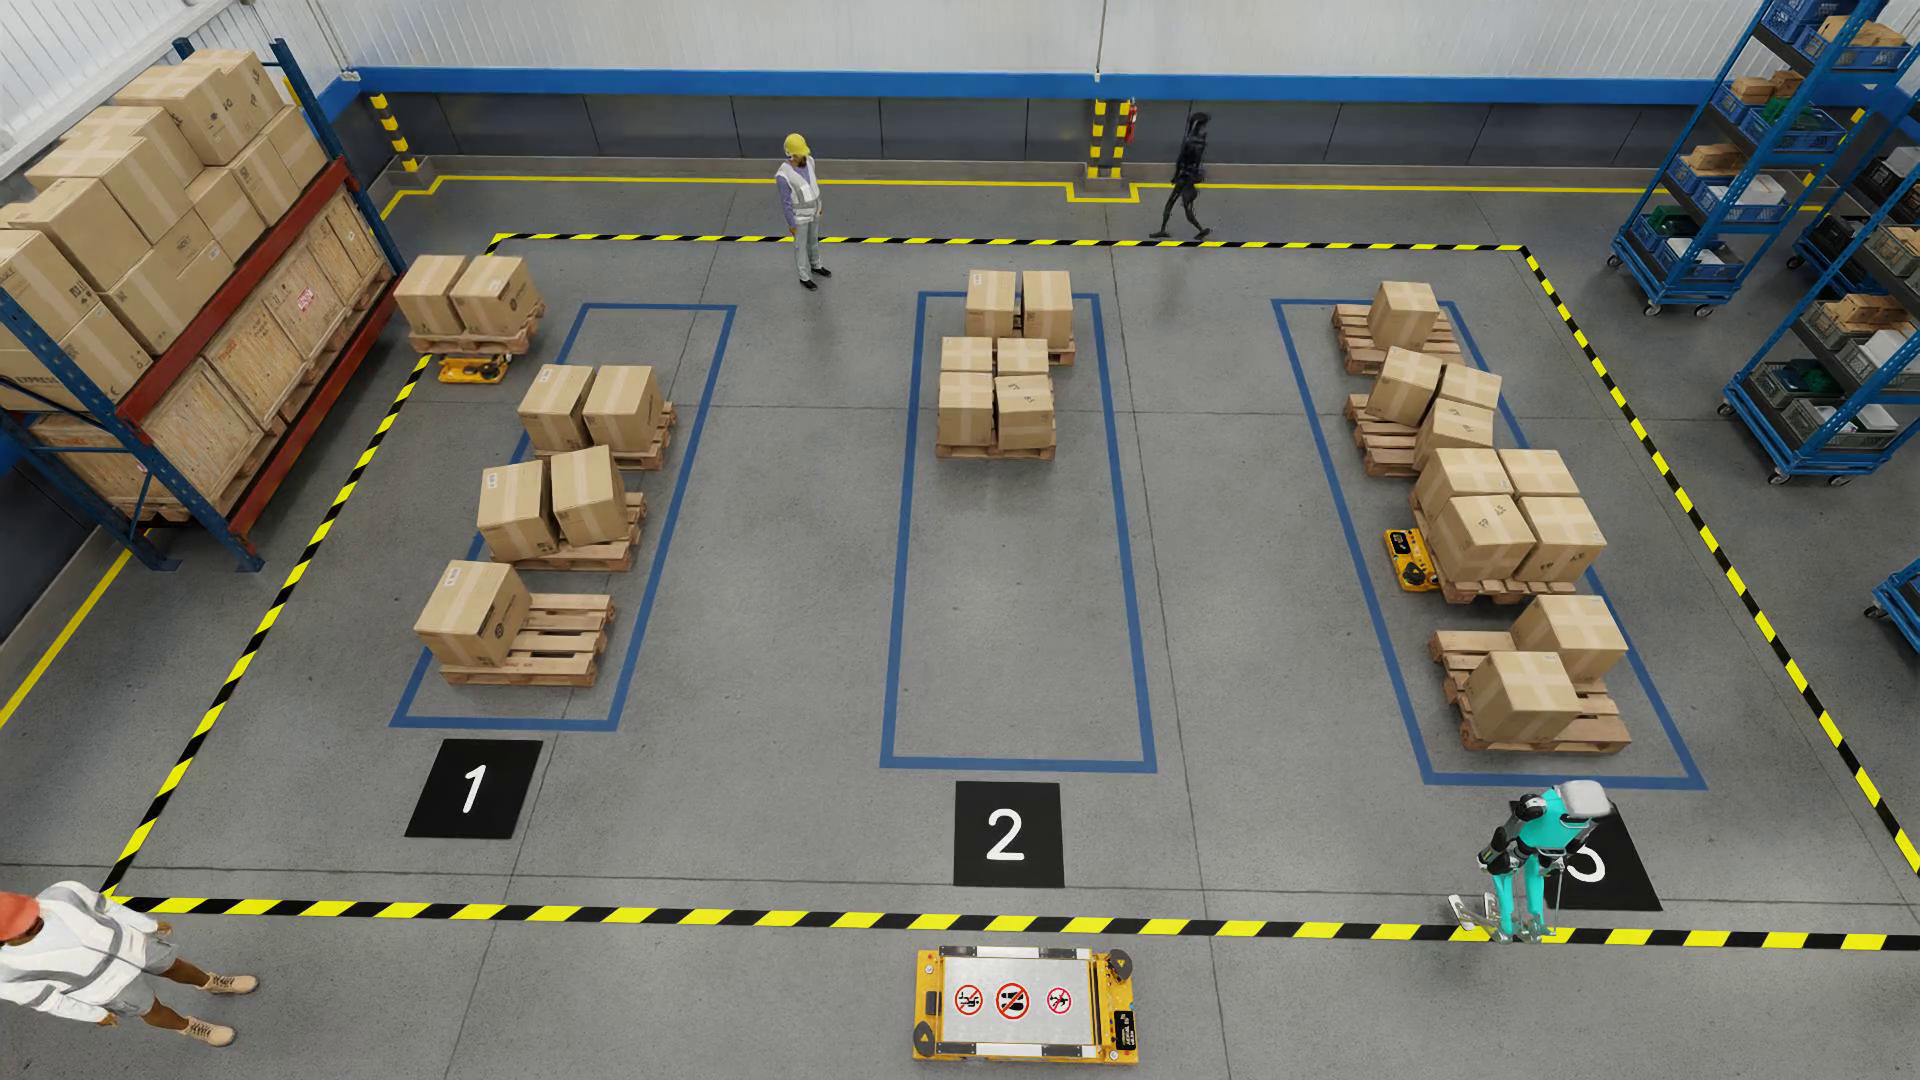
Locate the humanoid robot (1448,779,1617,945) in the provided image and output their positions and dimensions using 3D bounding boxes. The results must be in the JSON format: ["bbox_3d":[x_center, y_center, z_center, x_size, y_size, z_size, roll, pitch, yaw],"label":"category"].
[{"bbox_3d":[3.578,2.142,5.703,0.533,1.681,0.735,1,51,1],"label":"humanoid robot"}]

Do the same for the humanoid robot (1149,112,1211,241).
[{"bbox_3d":[2.826,-4.404,11.201,0.738,1.654,0.583,-6,51,-5],"label":"humanoid robot"}]

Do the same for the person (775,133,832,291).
[{"bbox_3d":[-1.787,-3.773,10.551,0.404,1.835,0.589,24,55,18],"label":"person"}]

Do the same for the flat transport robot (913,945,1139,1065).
[{"bbox_3d":[0.422,3.041,6.007,1.431,0.231,0.659,1,51,1],"label":"flat transport robot"}]

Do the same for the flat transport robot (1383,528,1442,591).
[{"bbox_3d":[4.689,0.155,8.342,1.431,0.197,0.652,1,51,1],"label":"flat transport robot"}]

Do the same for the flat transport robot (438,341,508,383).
[{"bbox_3d":[-5.329,-2.316,10.355,0.652,0.197,1.431,1,51,1],"label":"flat transport robot"}]

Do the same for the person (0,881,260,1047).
[{"bbox_3d":[-4.893,2.474,5.324,0.366,2.047,0.606,1,51,1],"label":"person"}]
